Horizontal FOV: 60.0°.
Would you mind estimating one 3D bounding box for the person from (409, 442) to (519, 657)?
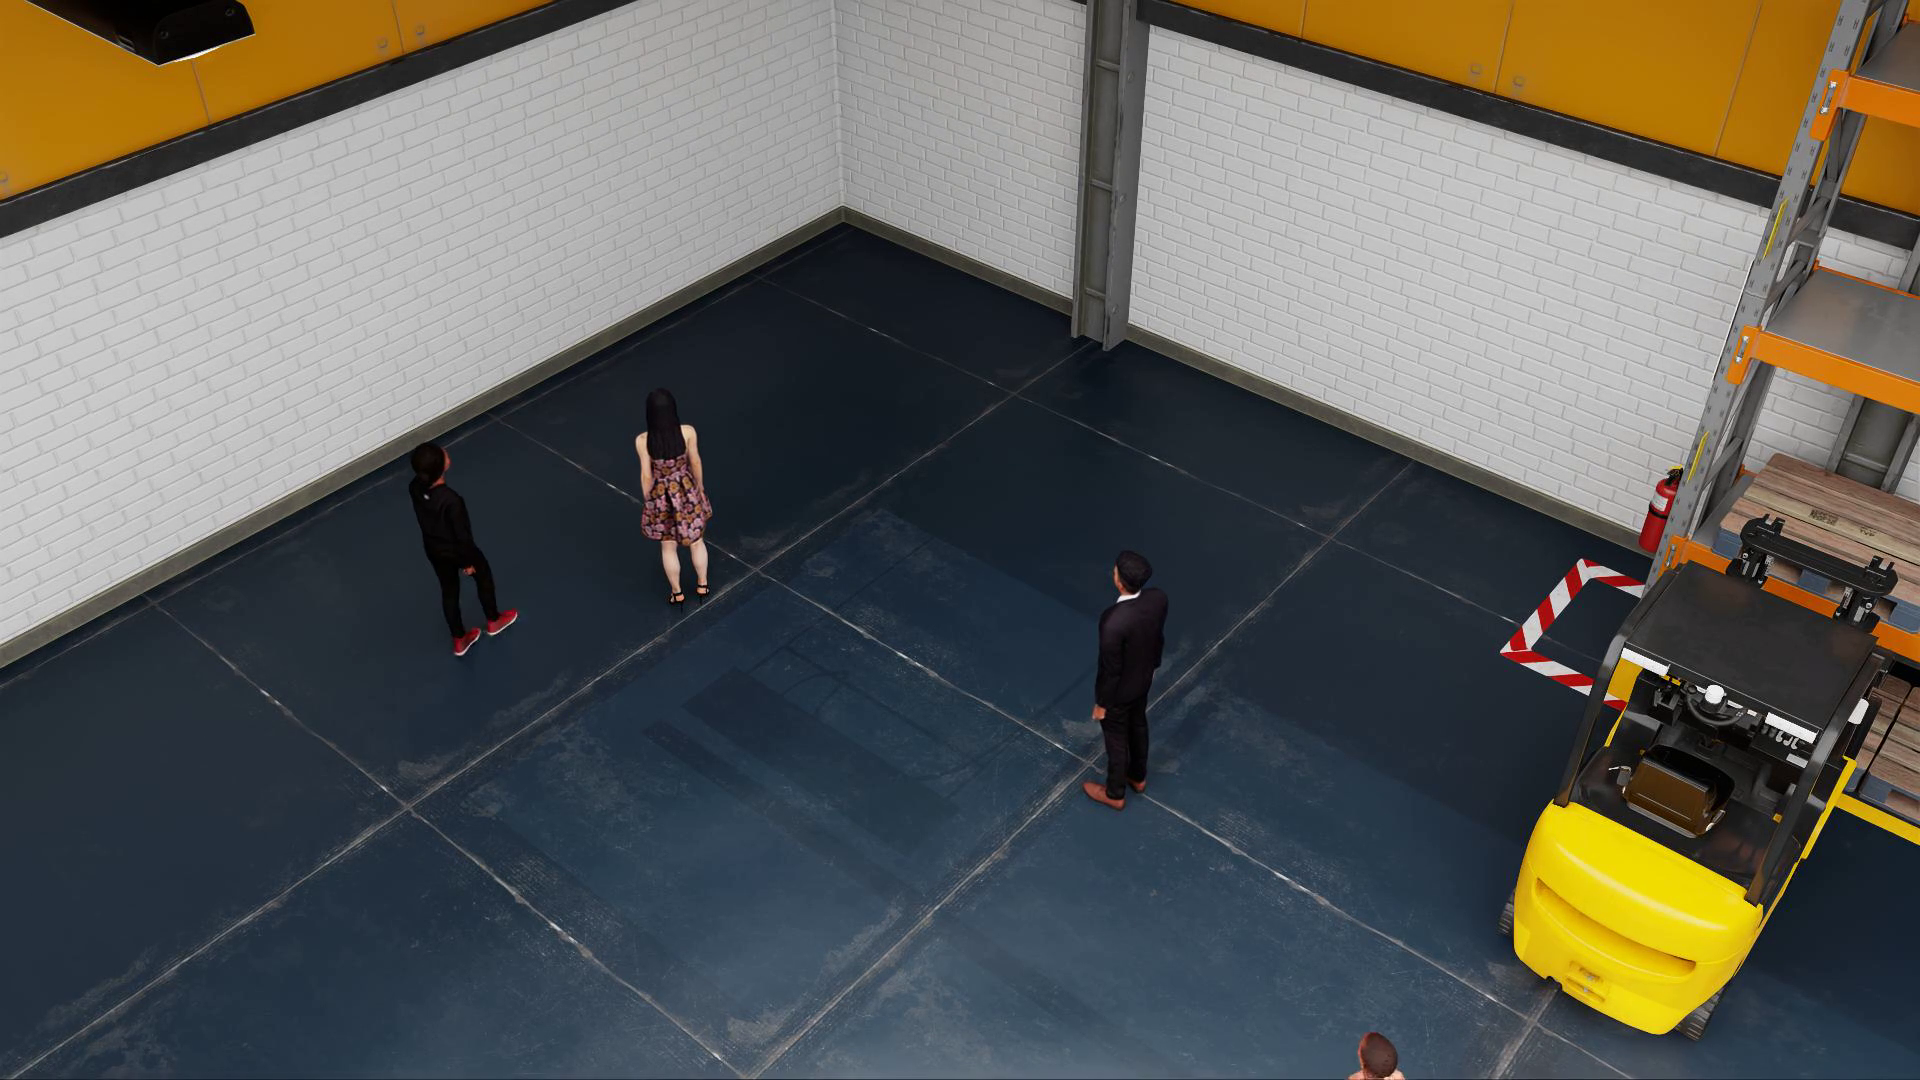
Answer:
[{"bbox_3d":[-3.373,0.100,10.868,0.762,1.657,0.778,15,41,18],"label":"person"}]

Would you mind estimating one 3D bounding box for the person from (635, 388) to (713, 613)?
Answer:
[{"bbox_3d":[-1.935,-0.271,11.241,0.786,1.774,0.820,-15,41,-17],"label":"person"}]

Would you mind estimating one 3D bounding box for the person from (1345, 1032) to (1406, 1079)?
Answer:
[{"bbox_3d":[1.906,2.813,7.771,0.794,1.283,0.922,-10,40,-12],"label":"person"}]

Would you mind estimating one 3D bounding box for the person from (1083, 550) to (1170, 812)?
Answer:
[{"bbox_3d":[0.977,0.833,9.772,0.552,1.881,0.710,31,48,33],"label":"person"}]
